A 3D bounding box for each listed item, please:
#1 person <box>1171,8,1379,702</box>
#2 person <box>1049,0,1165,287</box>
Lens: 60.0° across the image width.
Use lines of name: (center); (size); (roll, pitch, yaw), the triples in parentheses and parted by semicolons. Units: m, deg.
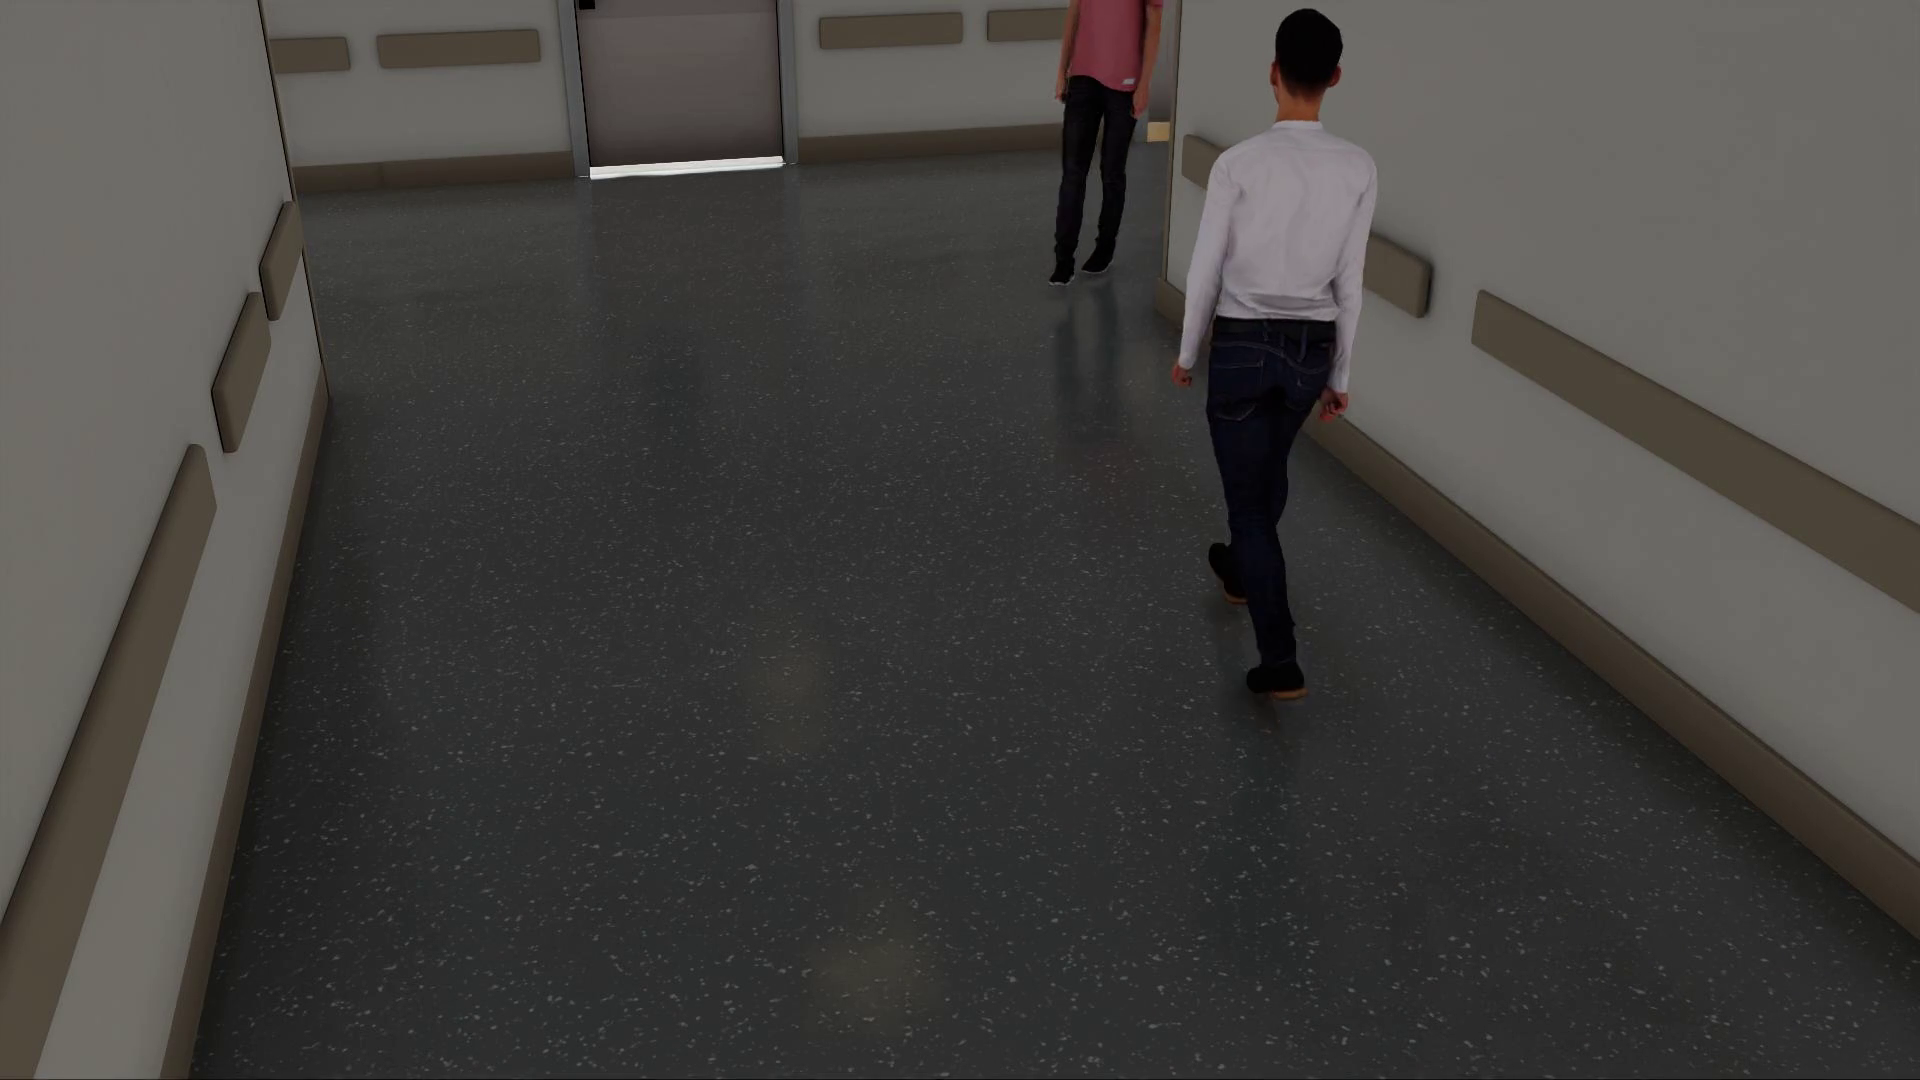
person: (0.862, -0.444, 4.517); (1.175, 1.840, 0.761); (-4, 26, -9)
person: (0.758, -2.234, 8.133); (1.031, 1.924, 1.046); (10, 28, 20)
